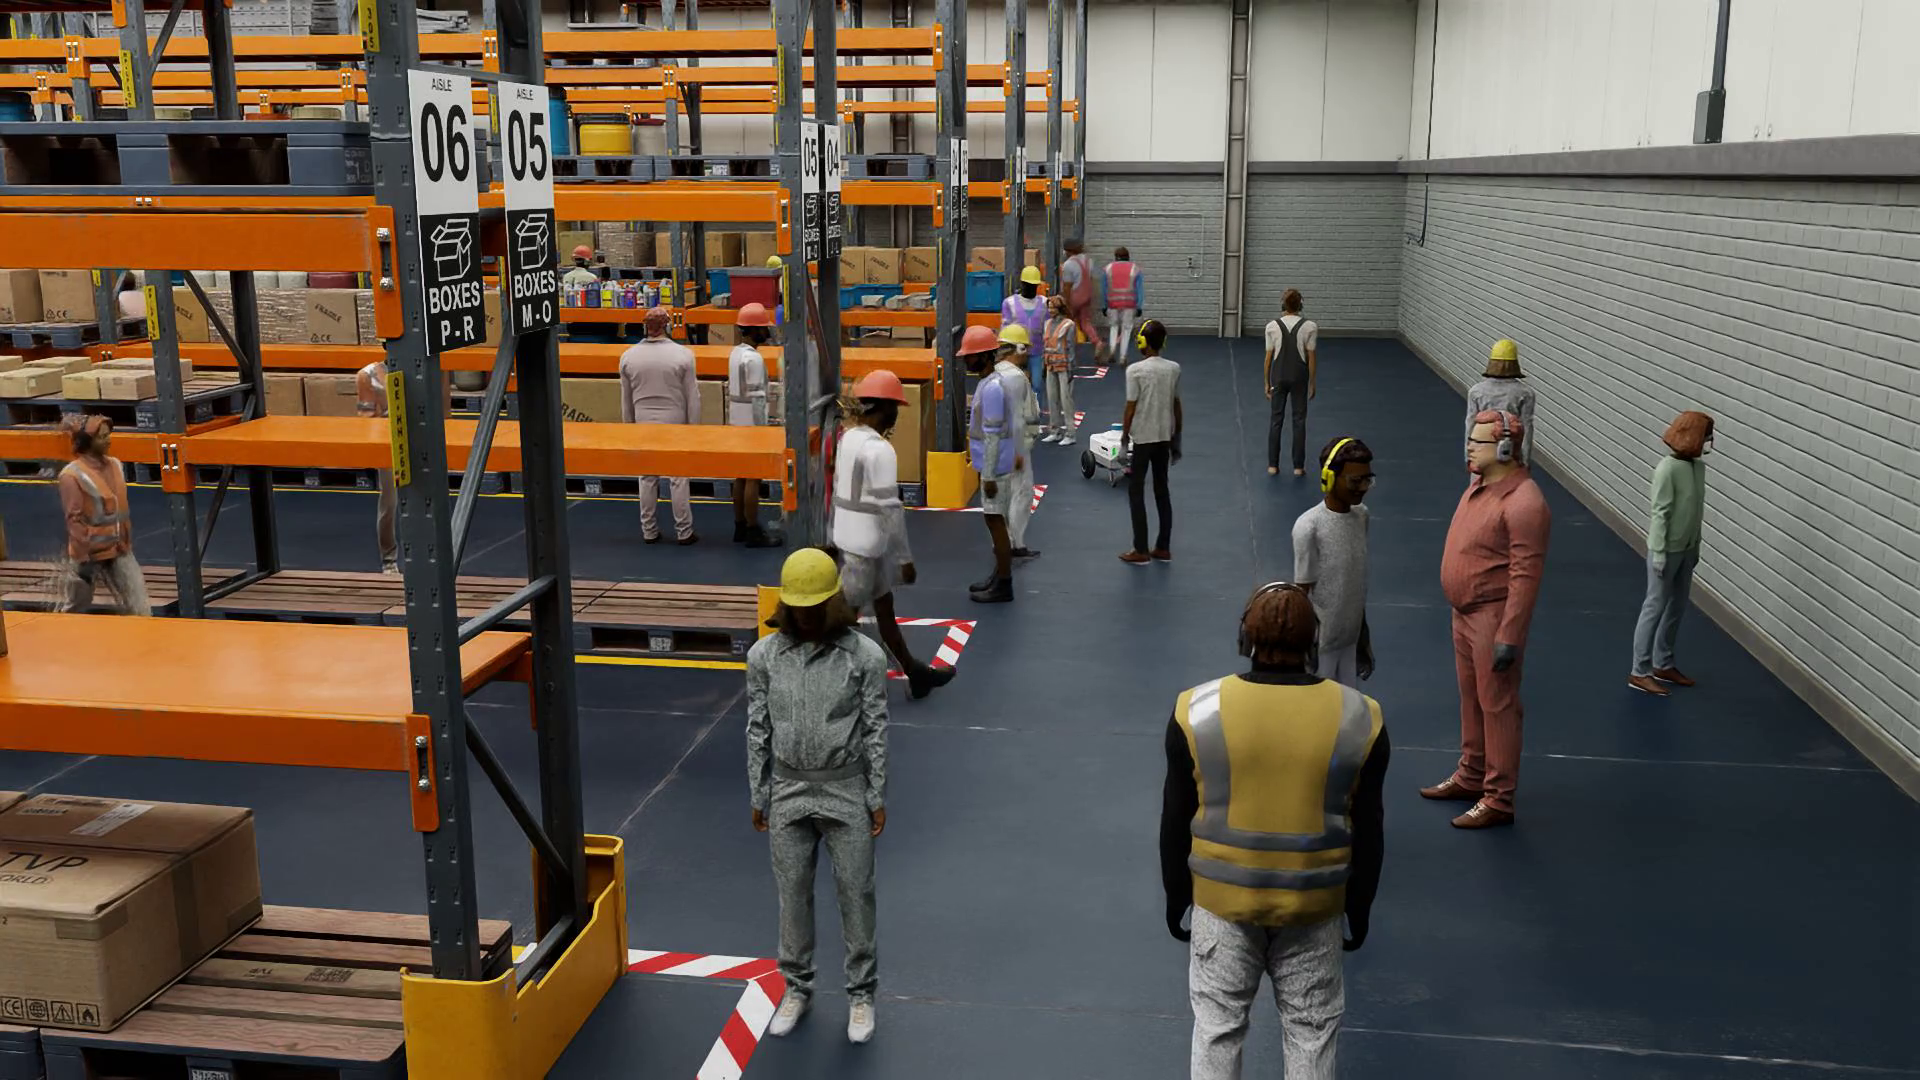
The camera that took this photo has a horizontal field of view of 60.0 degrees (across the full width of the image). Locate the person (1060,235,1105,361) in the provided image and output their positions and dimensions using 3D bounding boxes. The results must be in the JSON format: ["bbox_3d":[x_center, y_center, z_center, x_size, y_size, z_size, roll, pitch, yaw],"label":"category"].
[{"bbox_3d":[1.853,-3.743,25.768,0.790,2.000,0.703,12,17,43],"label":"person"}]

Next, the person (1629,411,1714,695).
[{"bbox_3d":[4.095,0.067,9.522,0.503,1.628,0.280,-10,16,-39],"label":"person"}]

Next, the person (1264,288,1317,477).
[{"bbox_3d":[3.226,-1.537,16.278,0.504,1.838,0.350,4,13,18],"label":"person"}]

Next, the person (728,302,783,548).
[{"bbox_3d":[-1.642,-0.912,13.225,0.379,1.938,0.547,-6,14,-26],"label":"person"}]

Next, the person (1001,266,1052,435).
[{"bbox_3d":[0.758,-2.136,18.813,0.608,1.911,0.398,-2,13,-11],"label":"person"}]

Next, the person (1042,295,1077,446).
[{"bbox_3d":[1.091,-1.857,18.194,0.313,1.627,0.527,-9,15,-35],"label":"person"}]

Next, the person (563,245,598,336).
[{"bbox_3d":[-5.065,-2.960,22.393,0.627,1.982,0.424,9,15,36],"label":"person"}]

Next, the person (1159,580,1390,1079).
[{"bbox_3d":[0.881,1.016,4.764,0.626,1.837,0.429,2,13,7],"label":"person"}]

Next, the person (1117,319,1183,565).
[{"bbox_3d":[1.469,-0.740,12.640,0.519,1.856,0.353,-8,15,-31],"label":"person"}]

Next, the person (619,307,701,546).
[{"bbox_3d":[-2.367,-0.897,13.256,0.648,1.902,0.400,2,13,11],"label":"person"}]

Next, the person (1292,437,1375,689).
[{"bbox_3d":[1.620,0.469,7.191,0.527,1.856,0.345,-12,17,-43],"label":"person"}]

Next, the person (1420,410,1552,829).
[{"bbox_3d":[2.380,0.357,7.561,0.406,1.911,0.636,-1,13,-4],"label":"person"}]

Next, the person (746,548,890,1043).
[{"bbox_3d":[-0.486,0.869,5.656,0.489,1.732,0.325,1,13,6],"label":"person"}]

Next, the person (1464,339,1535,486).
[{"bbox_3d":[4.002,-0.619,12.373,0.486,1.737,0.319,7,14,28],"label":"person"}]

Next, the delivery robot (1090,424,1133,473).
[{"bbox_3d":[1.507,-0.875,15.990,0.477,0.478,0.707,-3,13,-14],"label":"delivery robot"}]

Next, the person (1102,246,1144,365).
[{"bbox_3d":[2.519,-3.616,25.707,0.649,1.815,0.450,3,13,14],"label":"person"}]

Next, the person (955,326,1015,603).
[{"bbox_3d":[0.172,-0.518,11.503,0.414,1.921,0.543,0,12,-1],"label":"person"}]

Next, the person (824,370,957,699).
[{"bbox_3d":[-0.442,0.015,9.159,0.970,1.877,0.588,-4,13,-19],"label":"person"}]

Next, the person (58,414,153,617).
[{"bbox_3d":[-4.987,0.070,9.590,0.872,1.607,0.523,3,13,12],"label":"person"}]

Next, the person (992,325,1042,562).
[{"bbox_3d":[0.413,-0.746,12.803,0.407,1.799,0.630,-3,13,-15],"label":"person"}]
